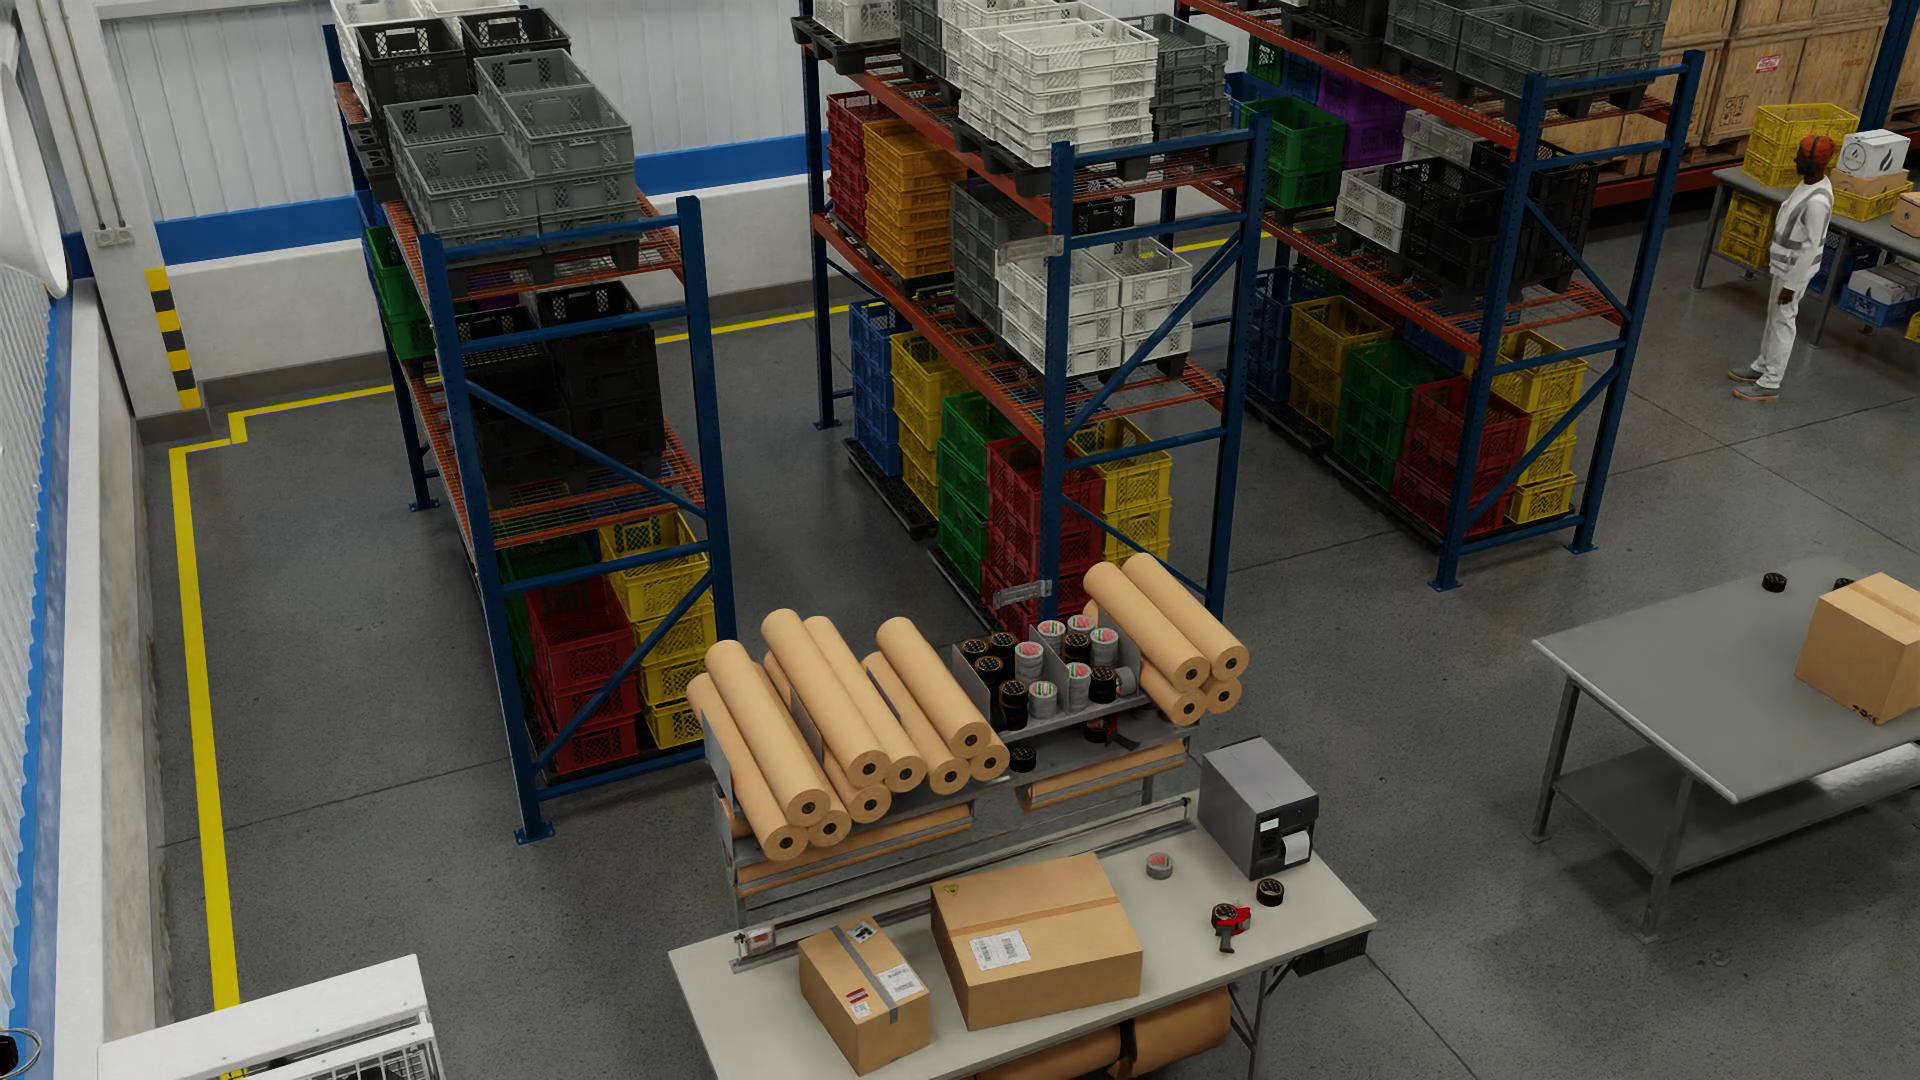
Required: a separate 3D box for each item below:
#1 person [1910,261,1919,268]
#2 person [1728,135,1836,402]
[{"bbox_3d":[7.483,-2.519,12.520,0.327,1.874,0.518,-22,38,-31],"label":"person"},{"bbox_3d":[5.703,-1.862,11.440,0.357,1.885,0.573,10,33,16],"label":"person"}]
